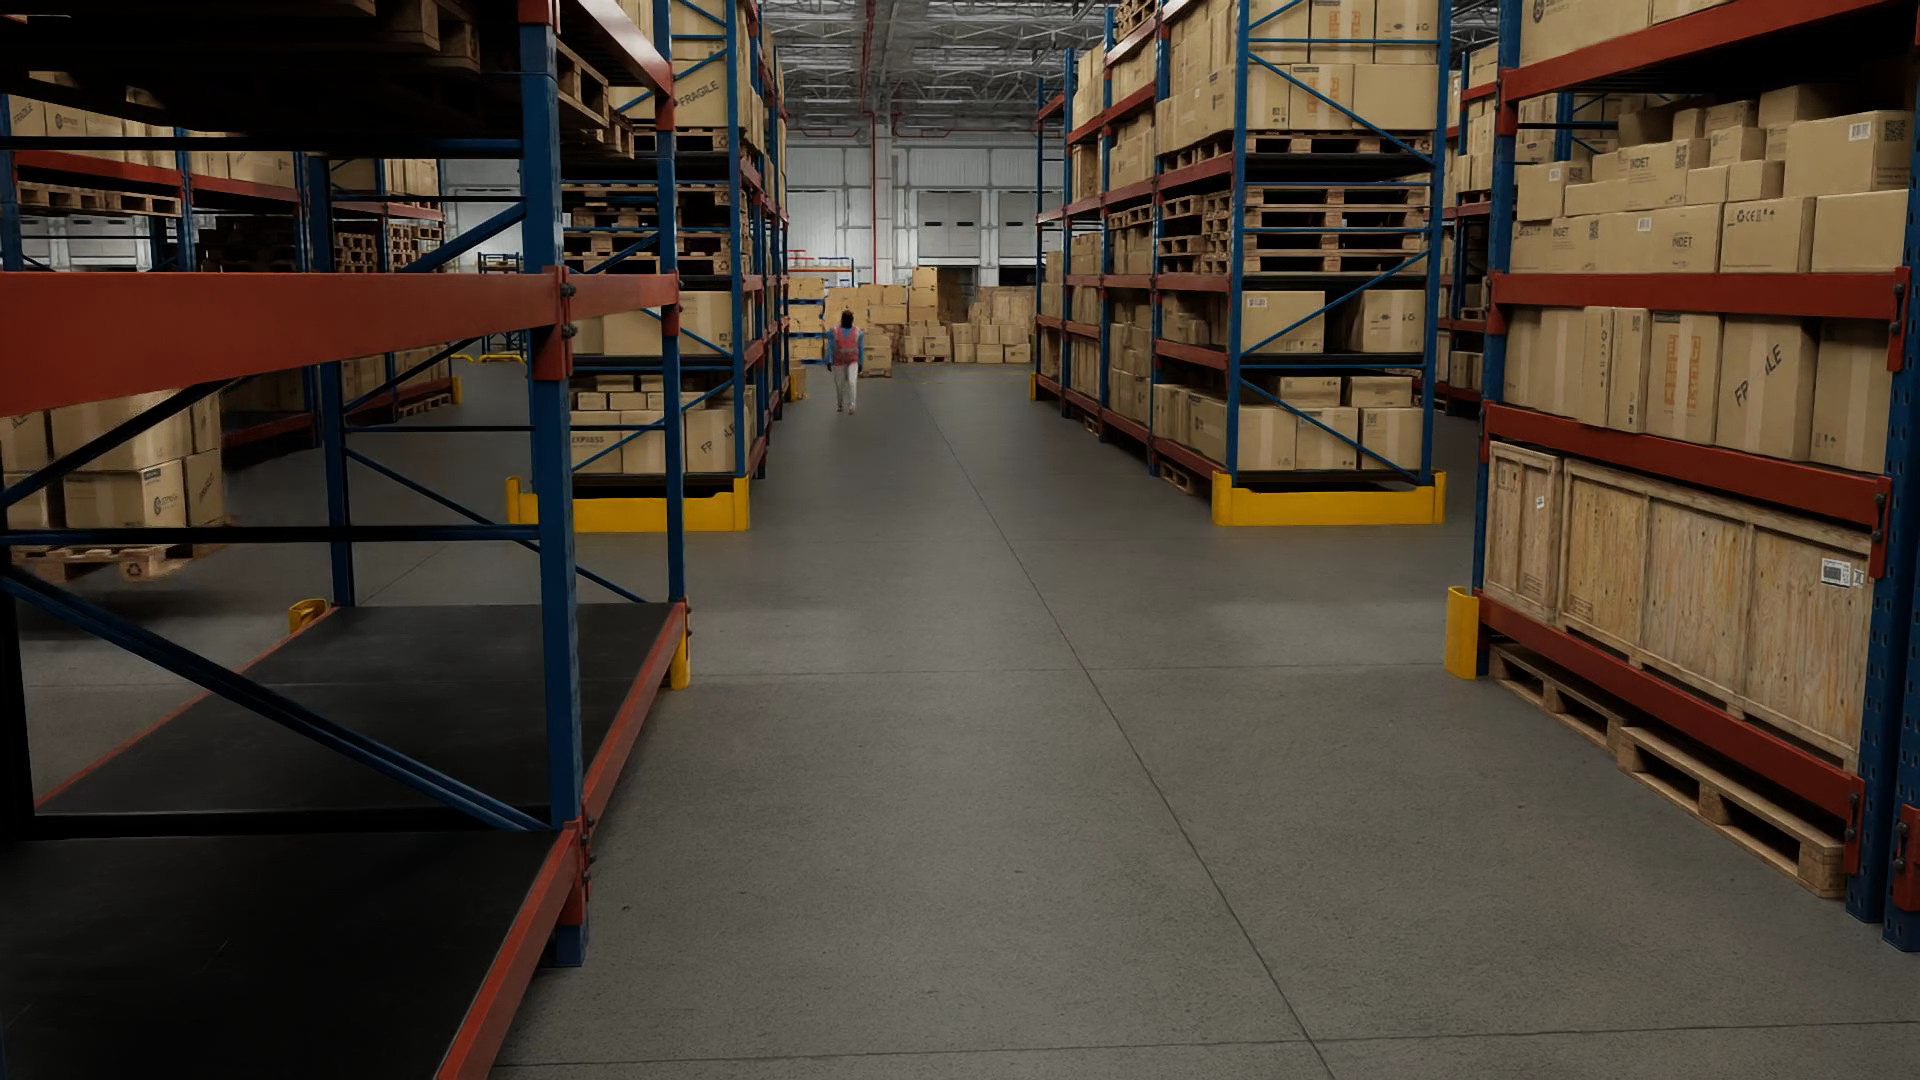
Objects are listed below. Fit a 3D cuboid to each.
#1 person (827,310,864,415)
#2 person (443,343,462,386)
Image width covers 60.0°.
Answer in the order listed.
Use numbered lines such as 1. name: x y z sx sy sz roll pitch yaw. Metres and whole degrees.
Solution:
1. person: -1.990 -3.097 28.941 0.629 1.812 0.861 0 9 -3
2. person: -10.977 -4.204 35.391 0.825 1.957 0.641 -6 11 -34
